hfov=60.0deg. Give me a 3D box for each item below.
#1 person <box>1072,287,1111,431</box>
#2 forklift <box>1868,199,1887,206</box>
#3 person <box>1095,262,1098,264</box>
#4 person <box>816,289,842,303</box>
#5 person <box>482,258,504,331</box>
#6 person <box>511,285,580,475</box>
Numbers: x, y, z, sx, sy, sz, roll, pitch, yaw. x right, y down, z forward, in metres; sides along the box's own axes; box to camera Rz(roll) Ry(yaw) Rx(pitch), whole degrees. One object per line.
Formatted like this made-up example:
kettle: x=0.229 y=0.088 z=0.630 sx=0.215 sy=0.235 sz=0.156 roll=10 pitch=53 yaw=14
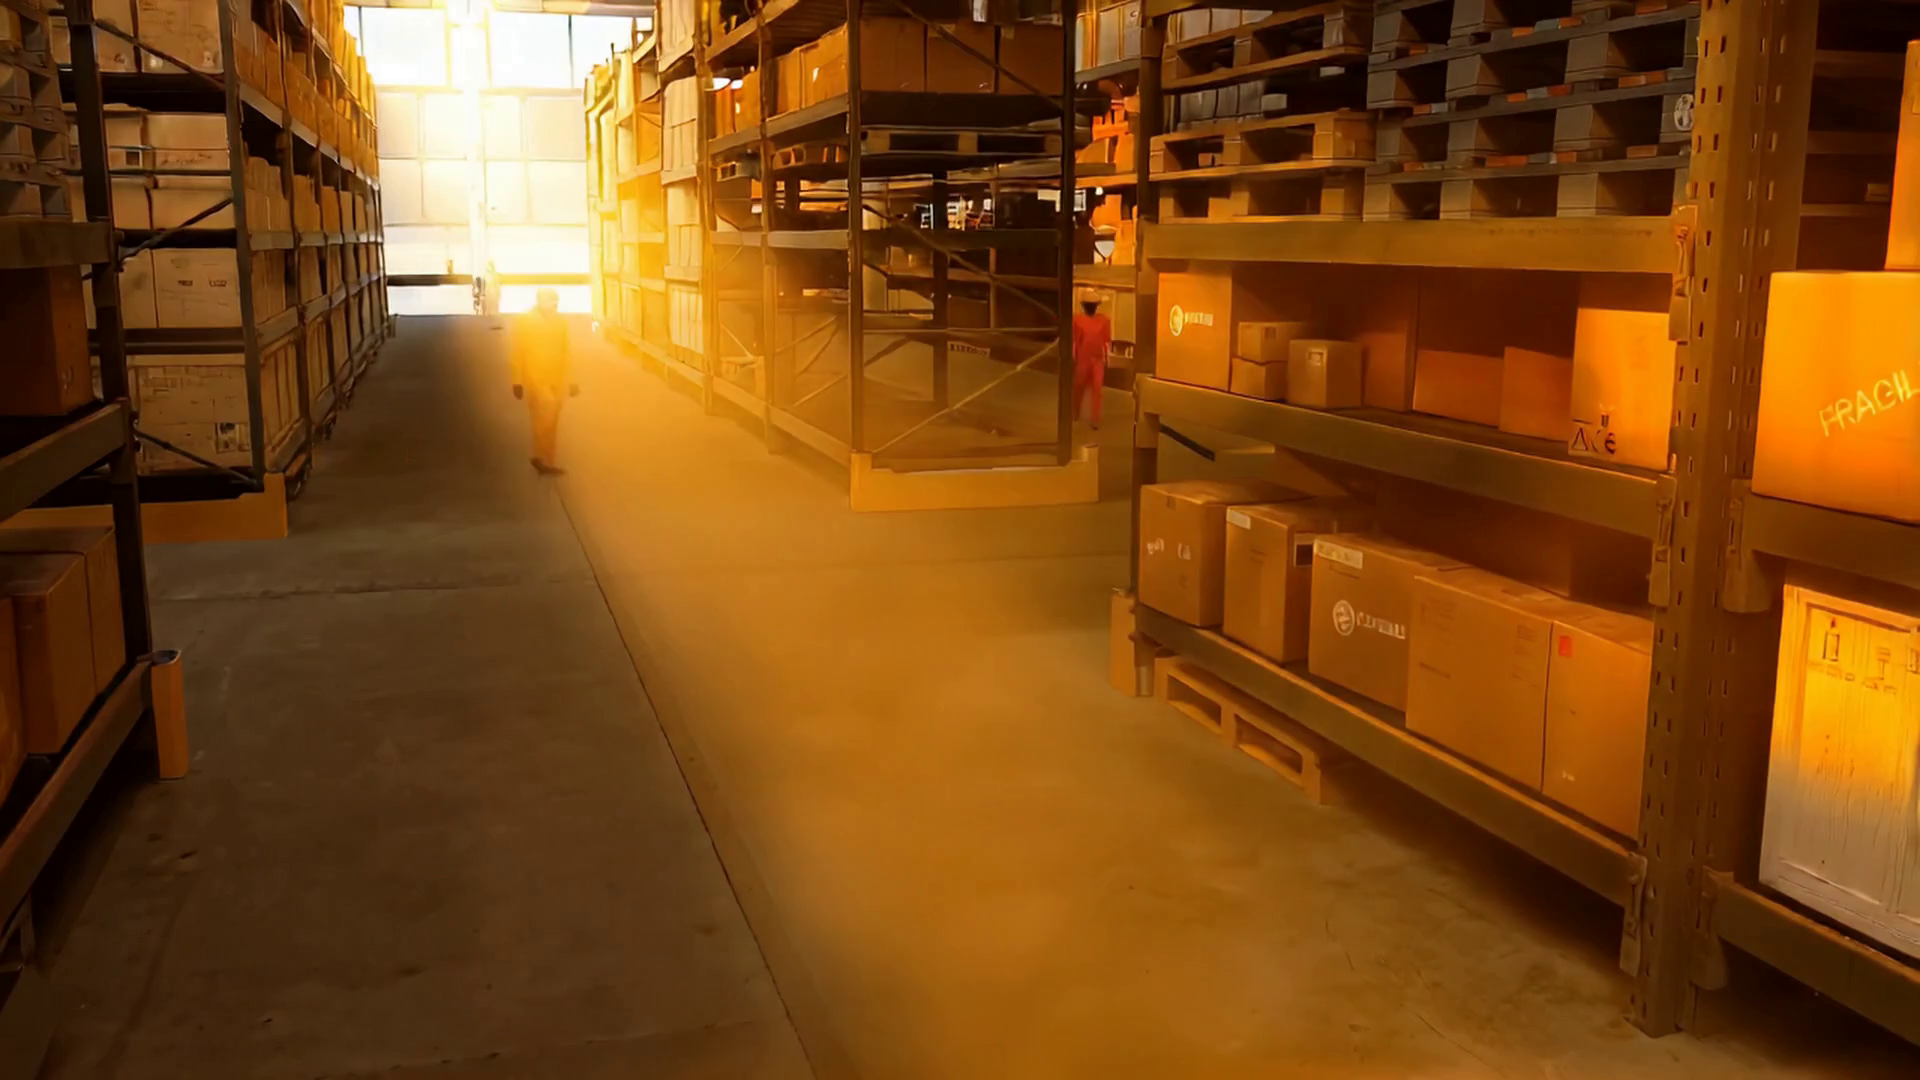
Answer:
person: x=1.579 y=-2.234 z=20.429 sx=0.530 sy=1.748 sz=0.678 roll=-1 pitch=10 yaw=-6
forklift: x=11.338 y=-2.915 z=21.052 sx=1.129 sy=2.768 sz=1.873 roll=-3 pitch=11 yaw=-17
person: x=3.477 y=-6.368 z=43.195 sx=0.852 sy=1.710 sz=0.498 roll=4 pitch=11 yaw=19
person: x=-3.241 y=-6.102 z=41.356 sx=0.672 sy=1.856 sz=1.016 roll=-3 pitch=11 yaw=-15
person: x=-11.717 y=-6.094 z=41.410 sx=0.690 sy=1.807 sz=0.601 roll=-1 pitch=10 yaw=-7
person: x=-4.095 y=-1.574 z=16.427 sx=0.485 sy=1.879 sz=0.680 roll=6 pitch=12 yaw=31
